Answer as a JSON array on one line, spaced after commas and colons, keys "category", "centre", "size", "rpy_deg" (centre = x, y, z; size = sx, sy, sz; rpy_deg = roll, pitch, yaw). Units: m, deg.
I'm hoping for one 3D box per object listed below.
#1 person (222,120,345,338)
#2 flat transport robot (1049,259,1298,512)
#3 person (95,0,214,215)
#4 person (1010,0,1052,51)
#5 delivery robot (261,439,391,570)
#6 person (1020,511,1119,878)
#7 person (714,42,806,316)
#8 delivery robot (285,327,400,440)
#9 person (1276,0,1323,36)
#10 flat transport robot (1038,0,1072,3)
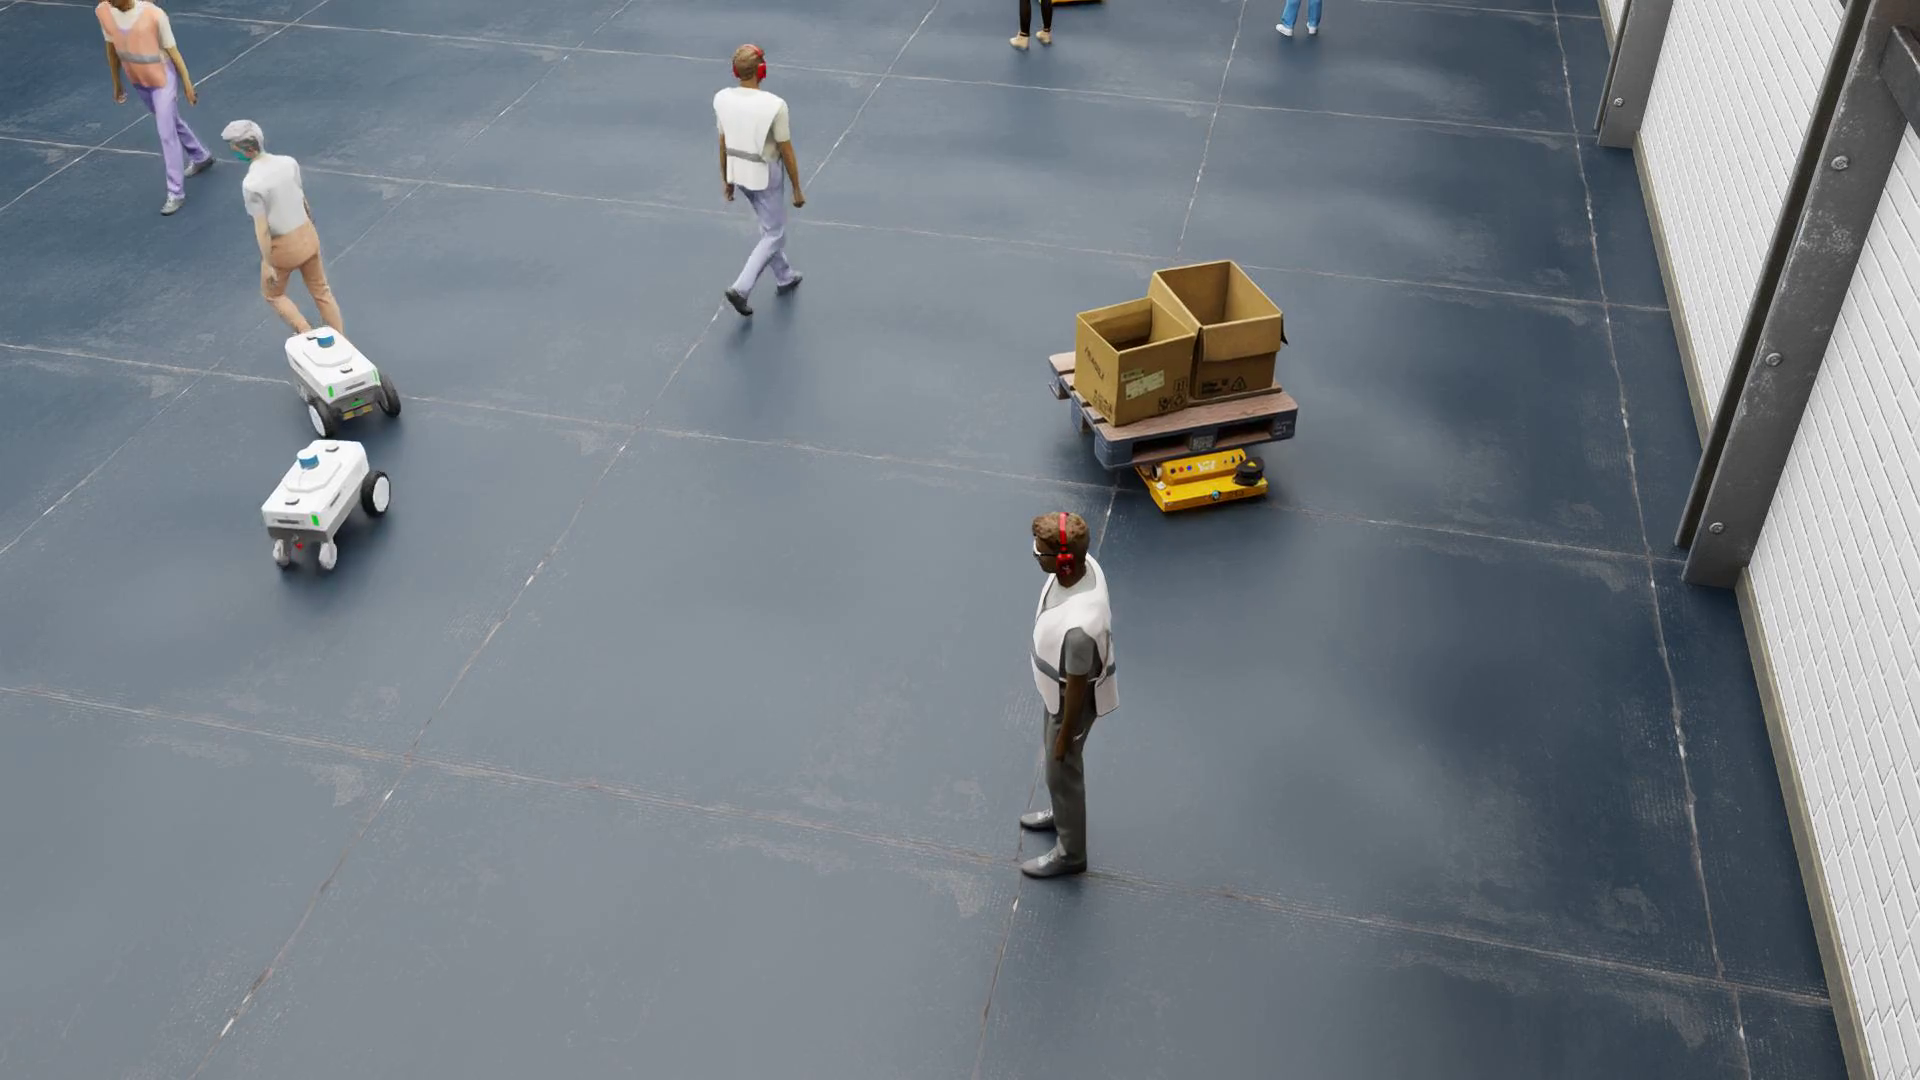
[{"category": "person", "centre": [-4.219, -1.862, 10.493], "size": [0.415, 1.720, 0.565], "rpy_deg": [18, 40, 22]}, {"category": "flat transport robot", "centre": [1.276, -0.682, 10.132], "size": [0.659, 0.231, 1.431], "rpy_deg": [-10, 38, -14]}, {"category": "person", "centre": [-6.109, -3.477, 12.605], "size": [0.596, 1.796, 0.891], "rpy_deg": [9, 38, 12]}, {"category": "person", "centre": [0.663, -5.342, 15.173], "size": [0.539, 1.694, 0.317], "rpy_deg": [-19, 41, -24]}, {"category": "delivery robot", "centre": [-3.579, -0.245, 9.311], "size": [0.499, 0.598, 0.791], "rpy_deg": [4, 37, 5]}, {"category": "person", "centre": [0.464, 0.652, 7.045], "size": [0.405, 1.830, 0.570], "rpy_deg": [-1, 37, -1]}, {"category": "person", "centre": [-1.367, -2.390, 11.121], "size": [0.606, 1.816, 0.784], "rpy_deg": [22, 42, 27]}, {"category": "delivery robot", "centre": [-3.879, -1.013, 10.342], "size": [0.499, 0.602, 0.801], "rpy_deg": [-27, 44, -31]}, {"category": "person", "centre": [3.223, -5.556, 15.433], "size": [0.487, 1.729, 0.367], "rpy_deg": [-6, 37, -7]}, {"category": "flat transport robot", "centre": [0.964, -5.832, 17.023], "size": [0.659, 0.231, 1.431], "rpy_deg": [-8, 37, -10]}]
